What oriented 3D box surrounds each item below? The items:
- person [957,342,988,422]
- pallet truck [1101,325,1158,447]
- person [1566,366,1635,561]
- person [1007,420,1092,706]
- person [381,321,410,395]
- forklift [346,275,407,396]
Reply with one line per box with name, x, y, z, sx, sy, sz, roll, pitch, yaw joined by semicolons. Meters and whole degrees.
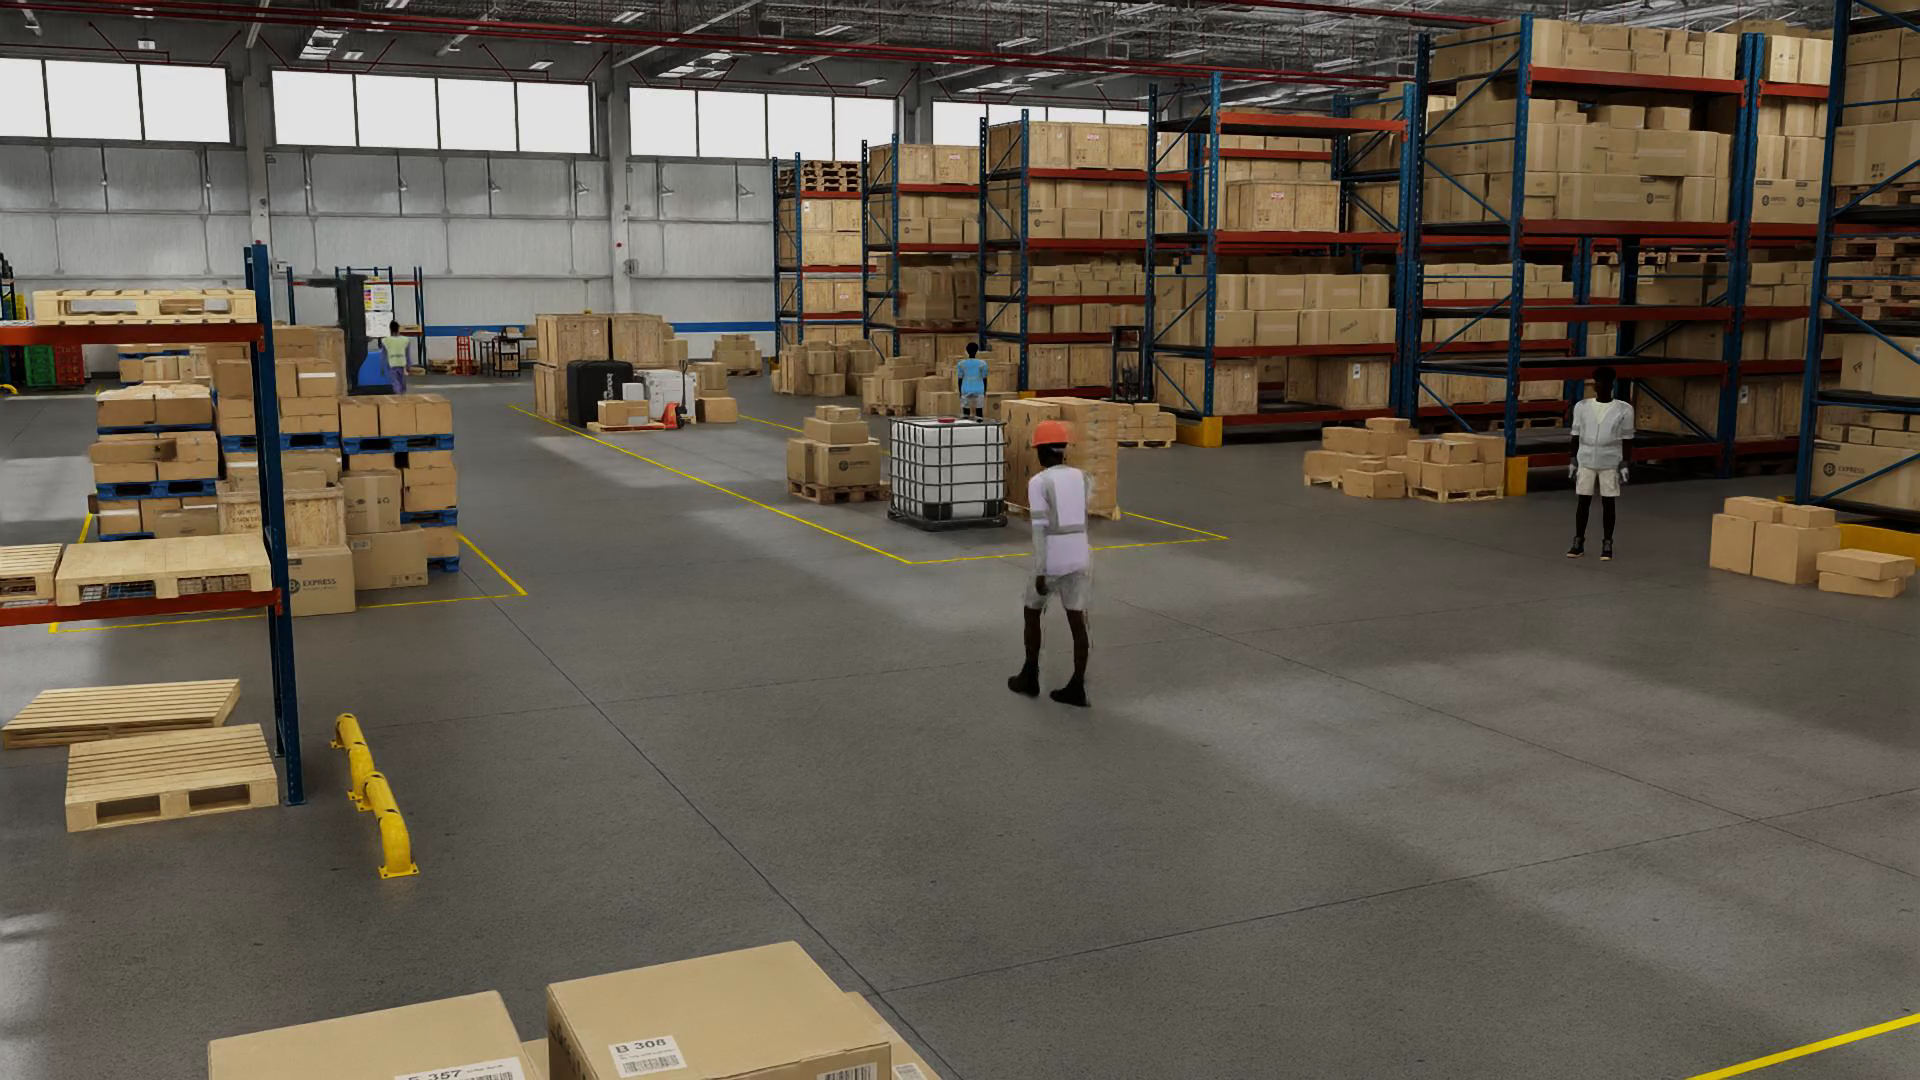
person;0.215;-2.525;28.419;0.535;1.697;0.318;0;9;-2
pallet truck;2.881;-2.596;27.923;0.823;1.965;1.885;-1;9;-7
person;6.426;-0.771;16.721;0.603;1.959;0.375;6;11;31
person;0.626;0.141;11.241;0.550;1.896;0.804;-6;11;-33
person;-11.691;-3.604;34.514;0.598;1.891;0.817;-8;12;-40
forklift;-13.778;-4.679;38.115;1.873;2.768;1.129;-4;10;-25
